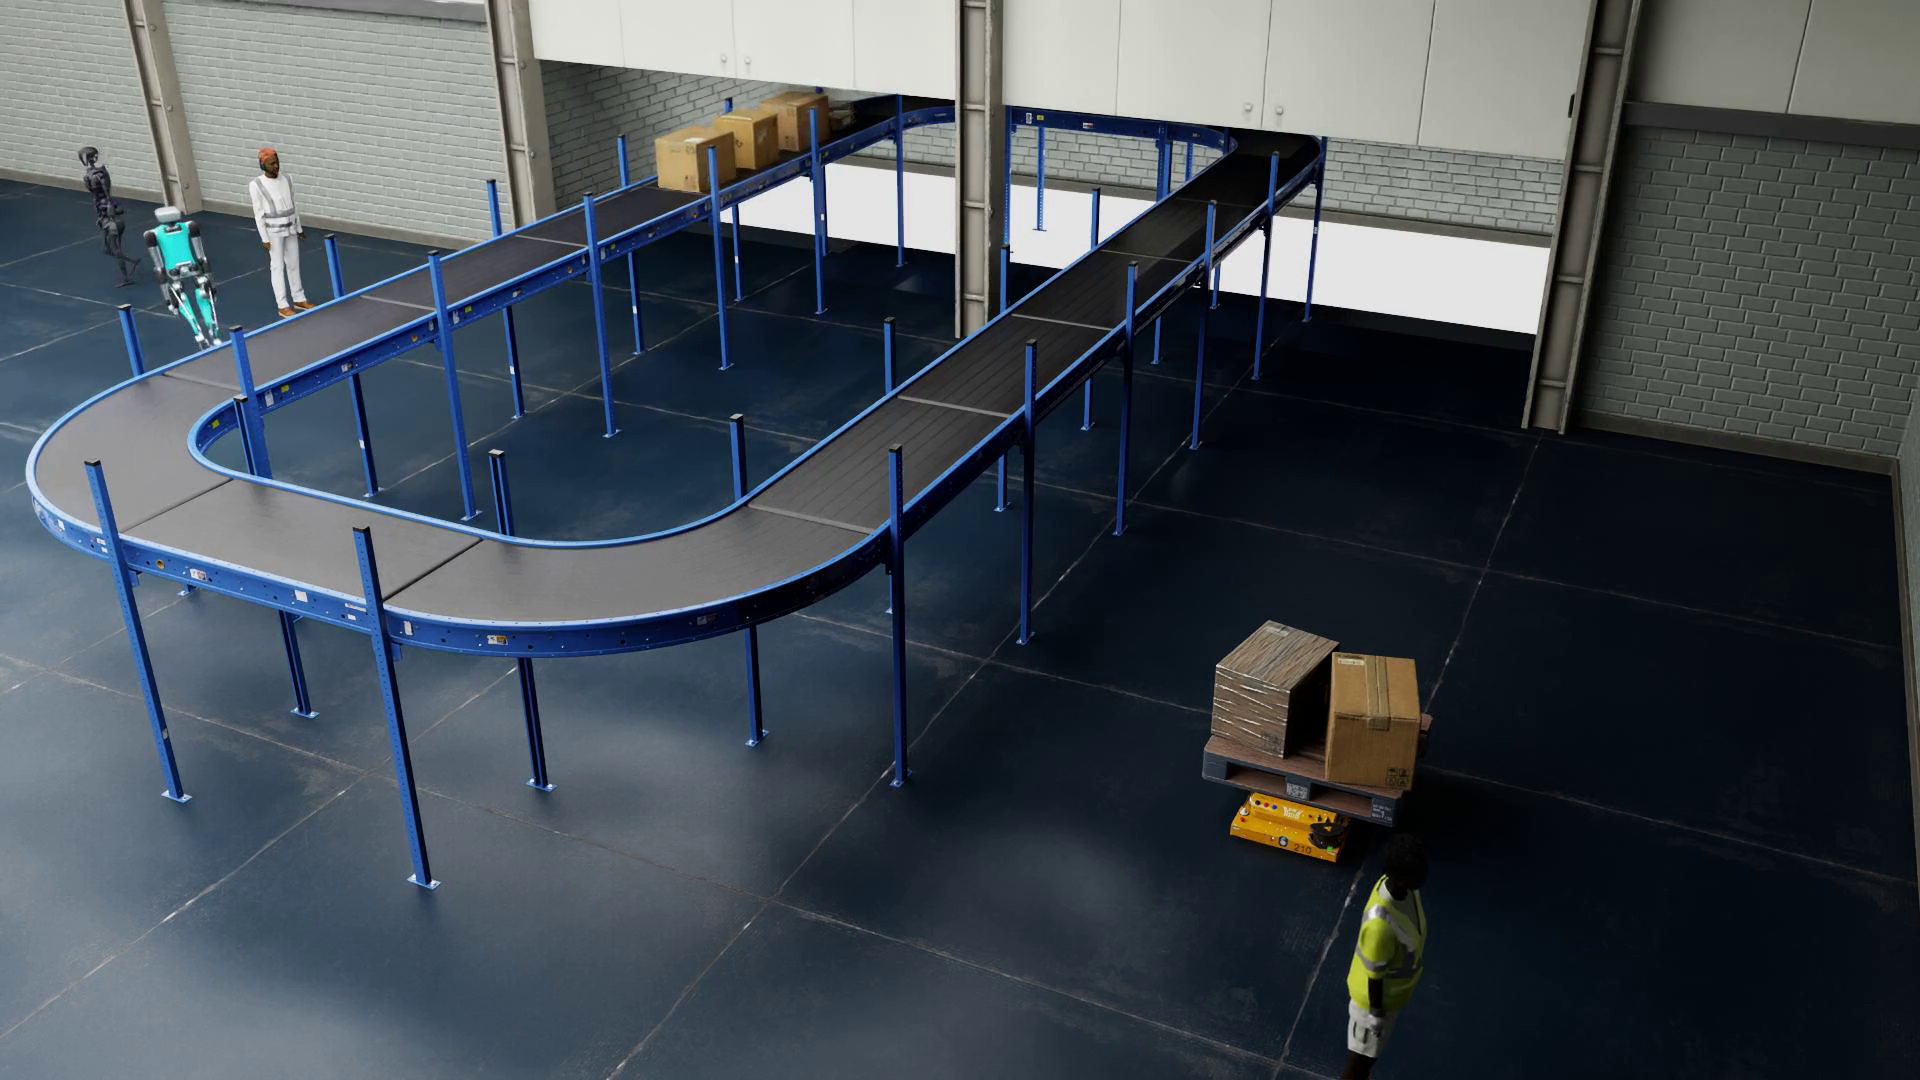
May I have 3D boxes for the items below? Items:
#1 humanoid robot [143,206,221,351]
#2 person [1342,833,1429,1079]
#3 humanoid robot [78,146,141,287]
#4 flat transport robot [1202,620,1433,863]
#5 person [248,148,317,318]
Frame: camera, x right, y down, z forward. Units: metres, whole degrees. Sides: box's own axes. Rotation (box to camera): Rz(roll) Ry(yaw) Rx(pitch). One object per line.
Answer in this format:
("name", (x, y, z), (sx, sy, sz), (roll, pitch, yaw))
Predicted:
("humanoid robot", (-7.678, -2.412, 16.703), (0.546, 1.779, 0.858), (-22, 34, -37))
("person", (1.963, 2.070, 7.698), (0.316, 1.696, 0.539), (12, 29, 22))
("humanoid robot", (-9.963, -3.818, 19.588), (0.442, 1.646, 0.606), (-22, 34, -38))
("flat transport robot", (2.245, 1.493, 10.468), (0.659, 0.231, 1.431), (12, 29, 23))
("person", (-7.574, -3.430, 18.574), (0.351, 1.882, 0.581), (12, 29, 22))
